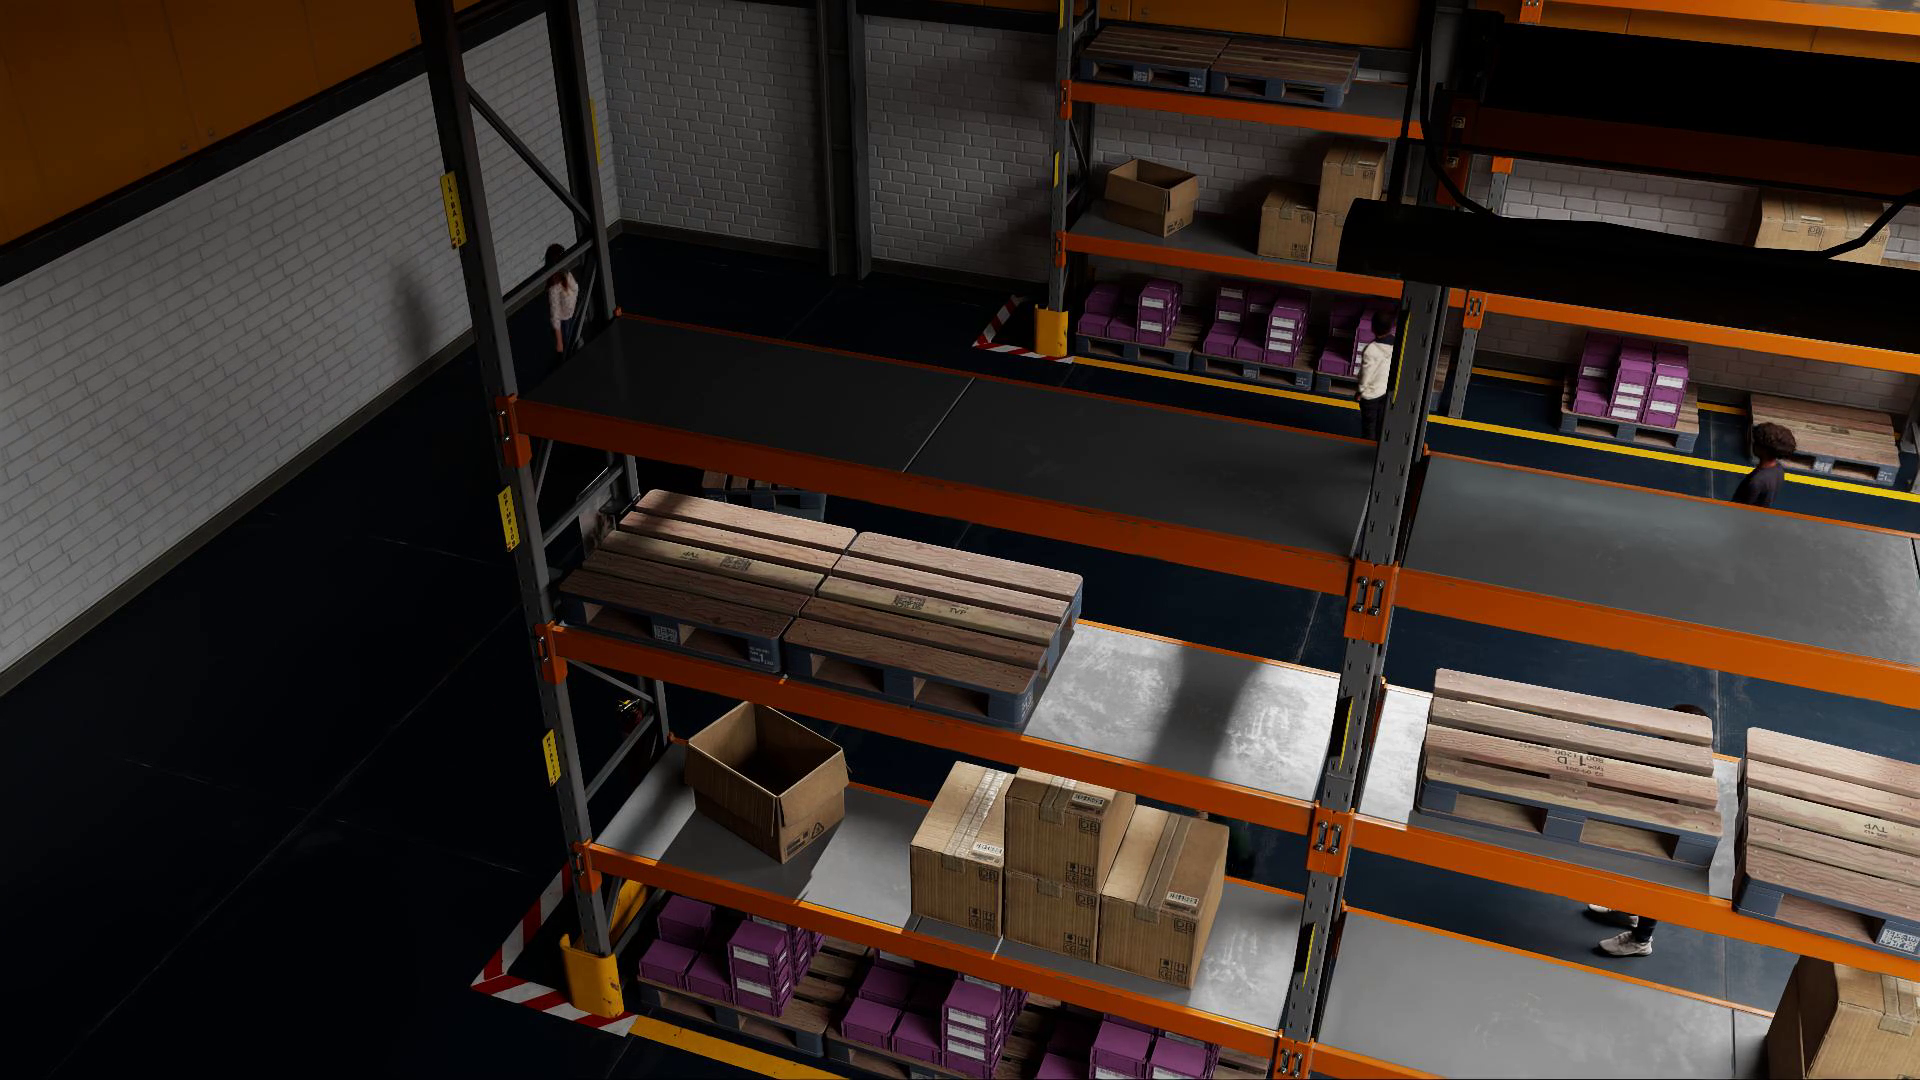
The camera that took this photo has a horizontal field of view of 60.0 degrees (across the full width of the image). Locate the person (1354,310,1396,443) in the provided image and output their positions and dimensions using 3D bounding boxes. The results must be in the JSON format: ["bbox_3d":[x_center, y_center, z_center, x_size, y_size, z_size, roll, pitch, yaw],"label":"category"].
[{"bbox_3d":[3.711,-1.362,14.814,0.651,1.452,0.667,-23,40,-31],"label":"person"}]

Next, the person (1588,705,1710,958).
[{"bbox_3d":[4.139,1.710,9.831,0.630,1.853,0.704,6,34,9],"label":"person"}]

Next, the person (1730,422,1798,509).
[{"bbox_3d":[5.993,-0.046,12.554,1.145,1.763,0.794,20,39,27],"label":"person"}]
